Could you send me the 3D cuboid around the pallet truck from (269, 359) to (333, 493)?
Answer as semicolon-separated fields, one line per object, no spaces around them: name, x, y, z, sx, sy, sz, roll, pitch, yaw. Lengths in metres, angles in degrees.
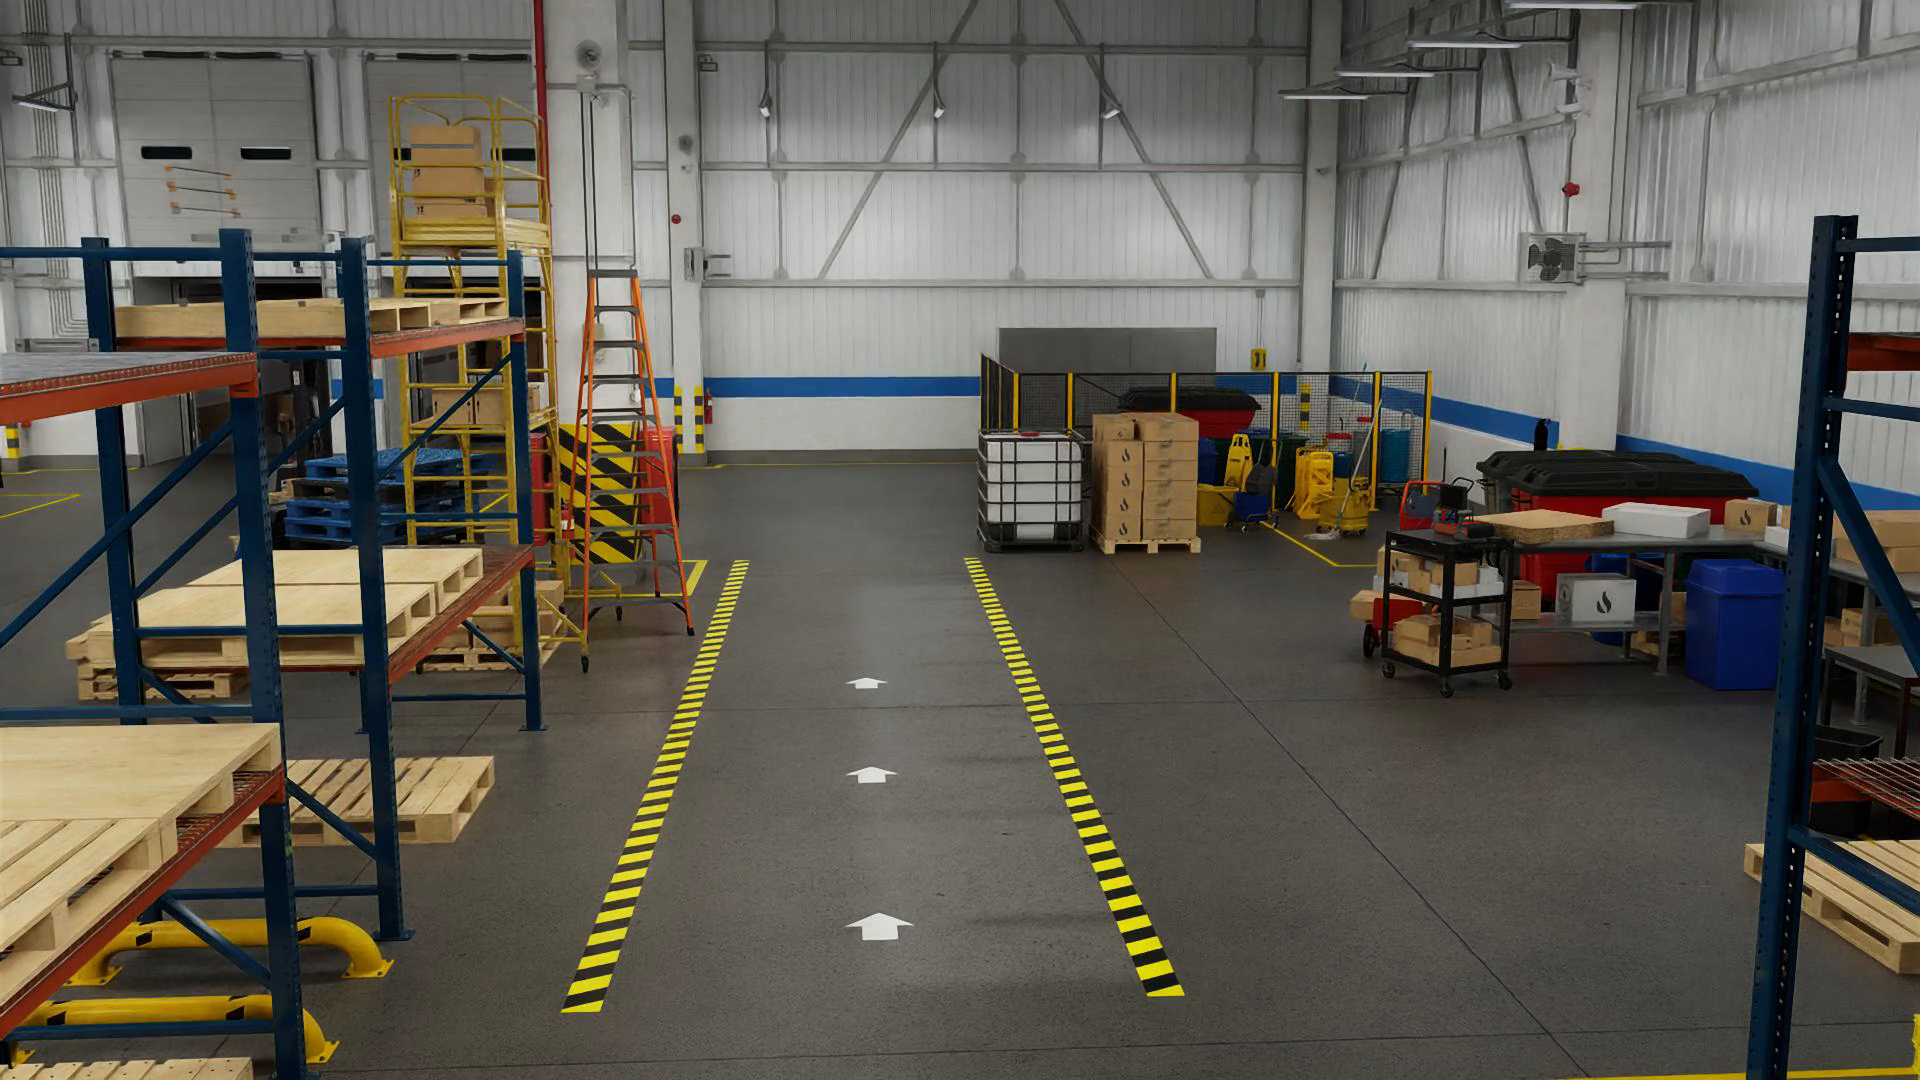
pallet truck;-7.062;-1.131;18.996;1.885;1.965;0.823;2;9;13

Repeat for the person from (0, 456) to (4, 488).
person;-13.194;-1.646;22.454;0.543;1.929;0.384;8;12;42
